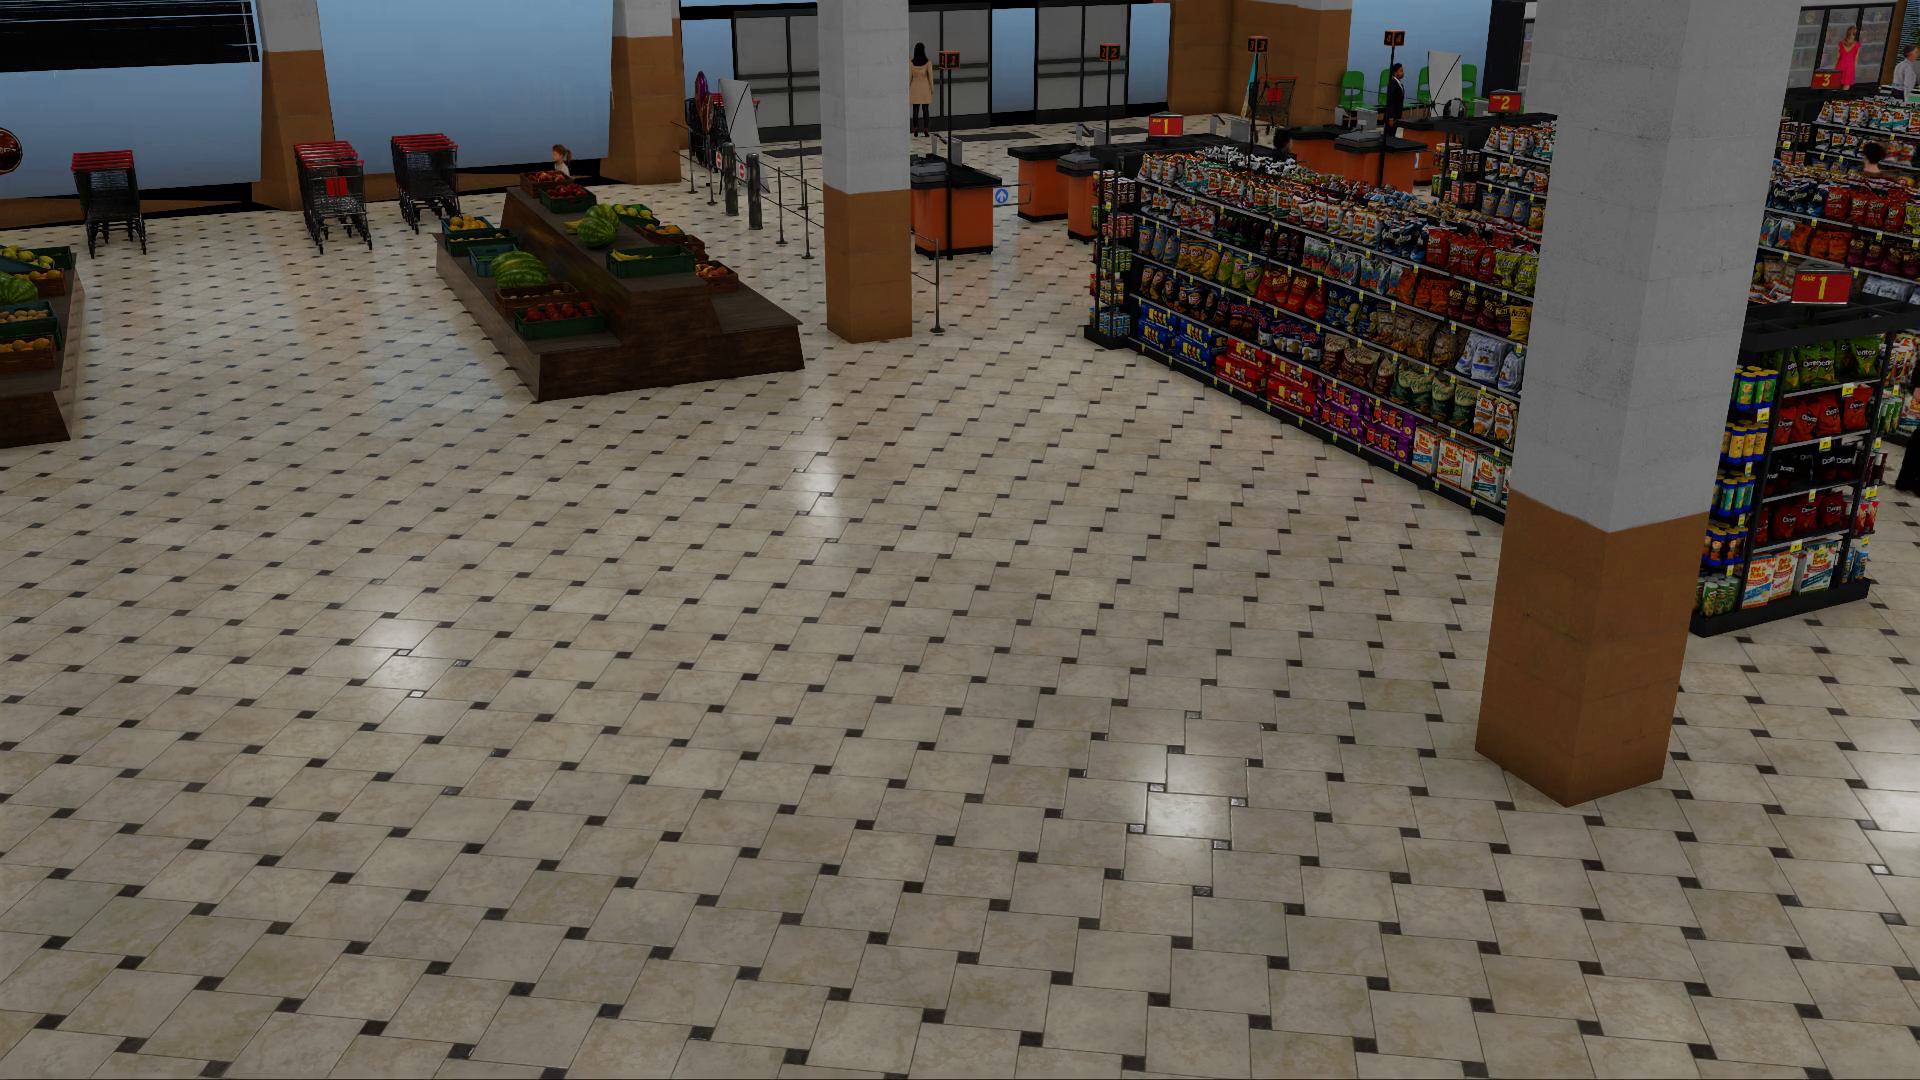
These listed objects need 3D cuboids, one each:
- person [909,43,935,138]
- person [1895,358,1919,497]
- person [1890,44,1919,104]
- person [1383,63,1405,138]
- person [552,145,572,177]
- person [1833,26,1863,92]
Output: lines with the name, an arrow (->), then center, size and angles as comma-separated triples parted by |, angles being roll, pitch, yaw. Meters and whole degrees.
person -> -0.724, -8.265, 30.551 | 0.710, 1.682, 0.707 | 2, 22, 6
person -> 7.465, -1.251, 12.836 | 0.772, 1.874, 0.717 | -16, 27, -34
person -> 16.359, -7.696, 28.949 | 0.800, 1.820, 0.686 | 2, 22, 5
person -> 7.000, -6.843, 26.950 | 0.735, 1.727, 0.710 | 11, 25, 26
person -> -5.092, -4.485, 21.665 | 0.545, 1.292, 0.836 | -11, 24, -25
person -> 17.781, -9.438, 33.413 | 0.600, 1.725, 0.709 | 18, 28, 38
